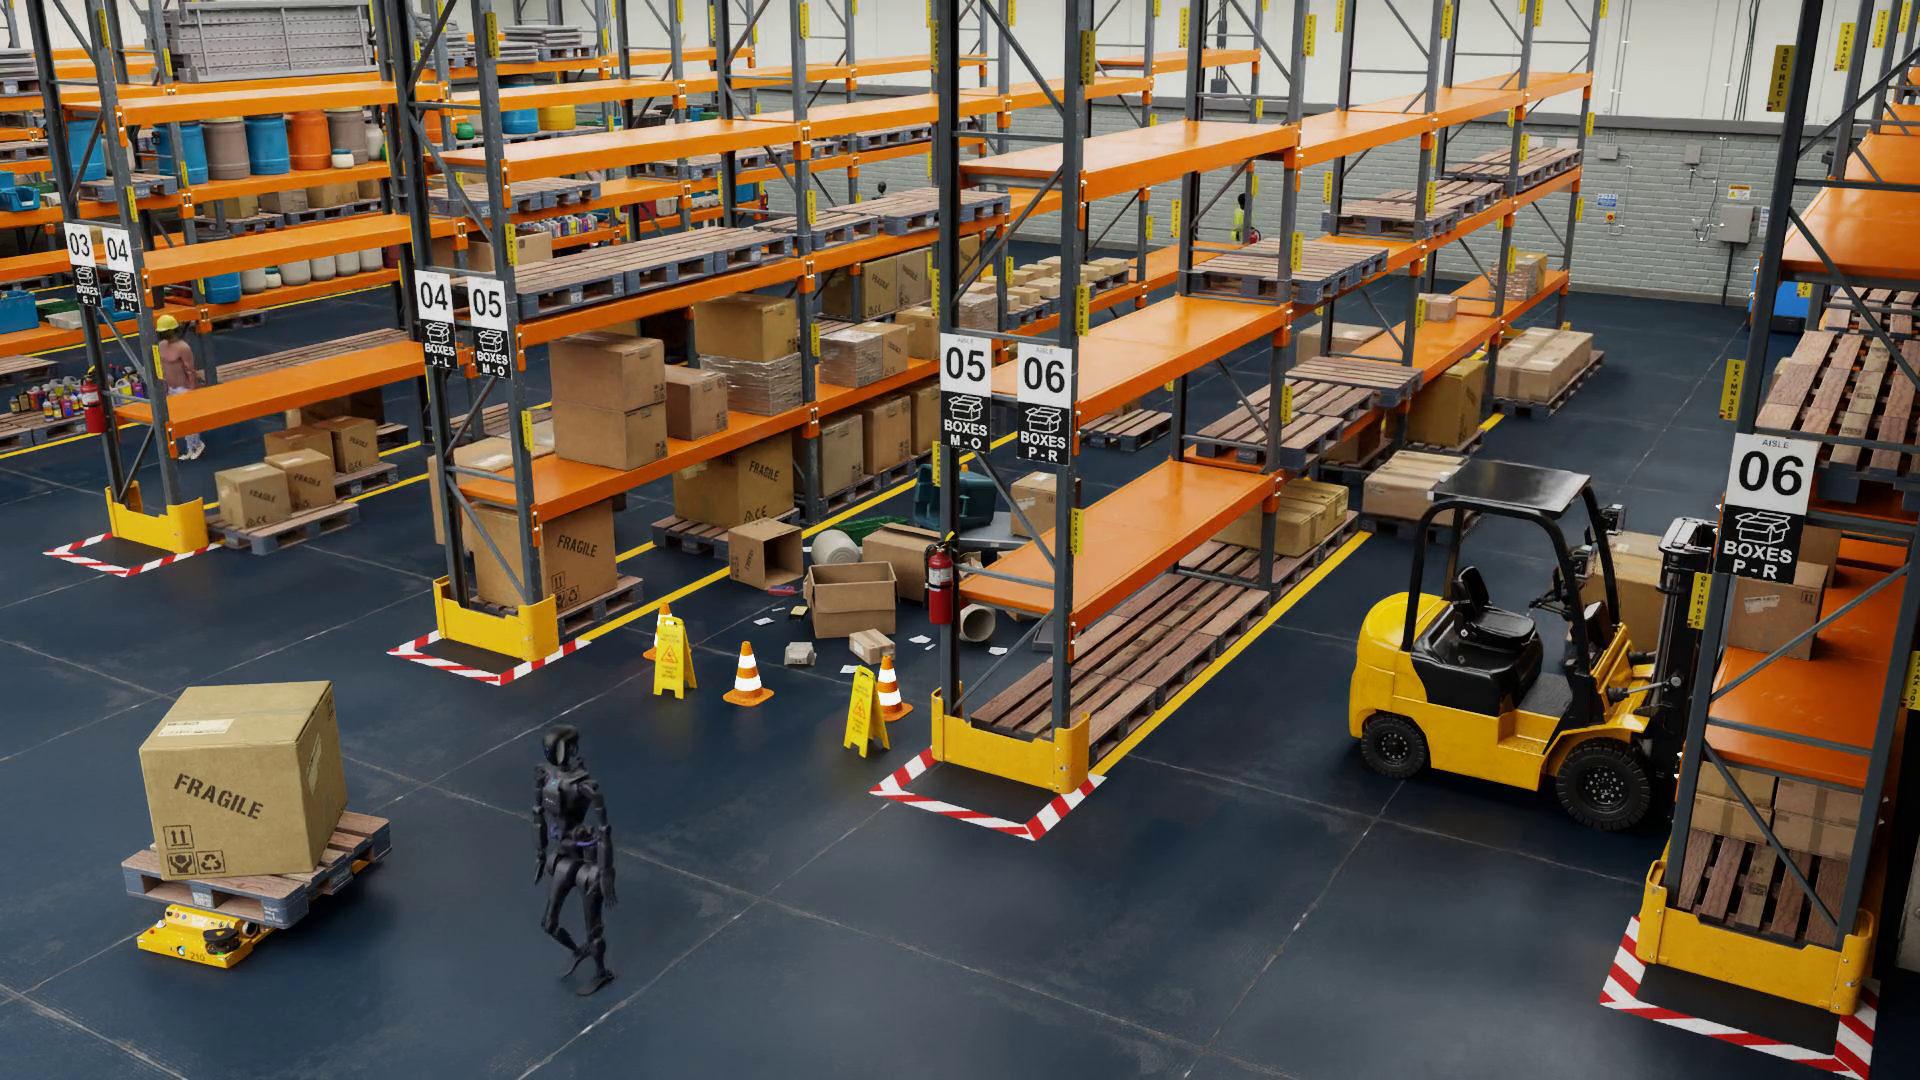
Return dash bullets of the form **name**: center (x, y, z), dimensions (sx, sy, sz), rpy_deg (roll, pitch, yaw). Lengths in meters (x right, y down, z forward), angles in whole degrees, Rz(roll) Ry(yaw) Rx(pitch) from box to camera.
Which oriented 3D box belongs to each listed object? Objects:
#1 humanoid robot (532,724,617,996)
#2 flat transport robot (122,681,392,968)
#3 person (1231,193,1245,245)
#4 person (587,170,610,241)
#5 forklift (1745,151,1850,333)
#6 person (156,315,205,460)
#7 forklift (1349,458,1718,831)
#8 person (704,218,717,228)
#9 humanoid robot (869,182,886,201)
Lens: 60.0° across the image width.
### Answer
- **humanoid robot**: center (-2.133, 1.792, 9.282), dimensions (0.603, 1.650, 0.327), rpy_deg (12, 22, 31)
- **flat transport robot**: center (-4.346, 2.161, 10.368), dimensions (0.659, 0.231, 1.431), rpy_deg (6, 20, 18)
- **person**: center (5.056, -5.524, 30.441), dimensions (0.490, 1.669, 0.552), rpy_deg (8, 21, 23)
- **person**: center (-7.666, -7.202, 35.096), dimensions (0.496, 1.785, 0.537), rpy_deg (11, 22, 29)
- **forklift**: center (13.620, -4.667, 26.137), dimensions (1.873, 2.768, 1.129), rpy_deg (11, 22, 29)
- **person**: center (-9.172, -1.776, 19.490), dimensions (0.525, 1.754, 0.388), rpy_deg (11, 22, 30)
- **forklift**: center (3.988, 0.658, 11.776), dimensions (2.313, 2.155, 1.214), rpy_deg (11, 22, 29)
- **person**: center (-5.238, -7.062, 34.864), dimensions (0.489, 1.688, 0.350), rpy_deg (-6, 20, -18)
- **humanoid robot**: center (-1.520, -6.088, 32.159), dimensions (0.596, 1.654, 0.771), rpy_deg (-10, 21, -26)
